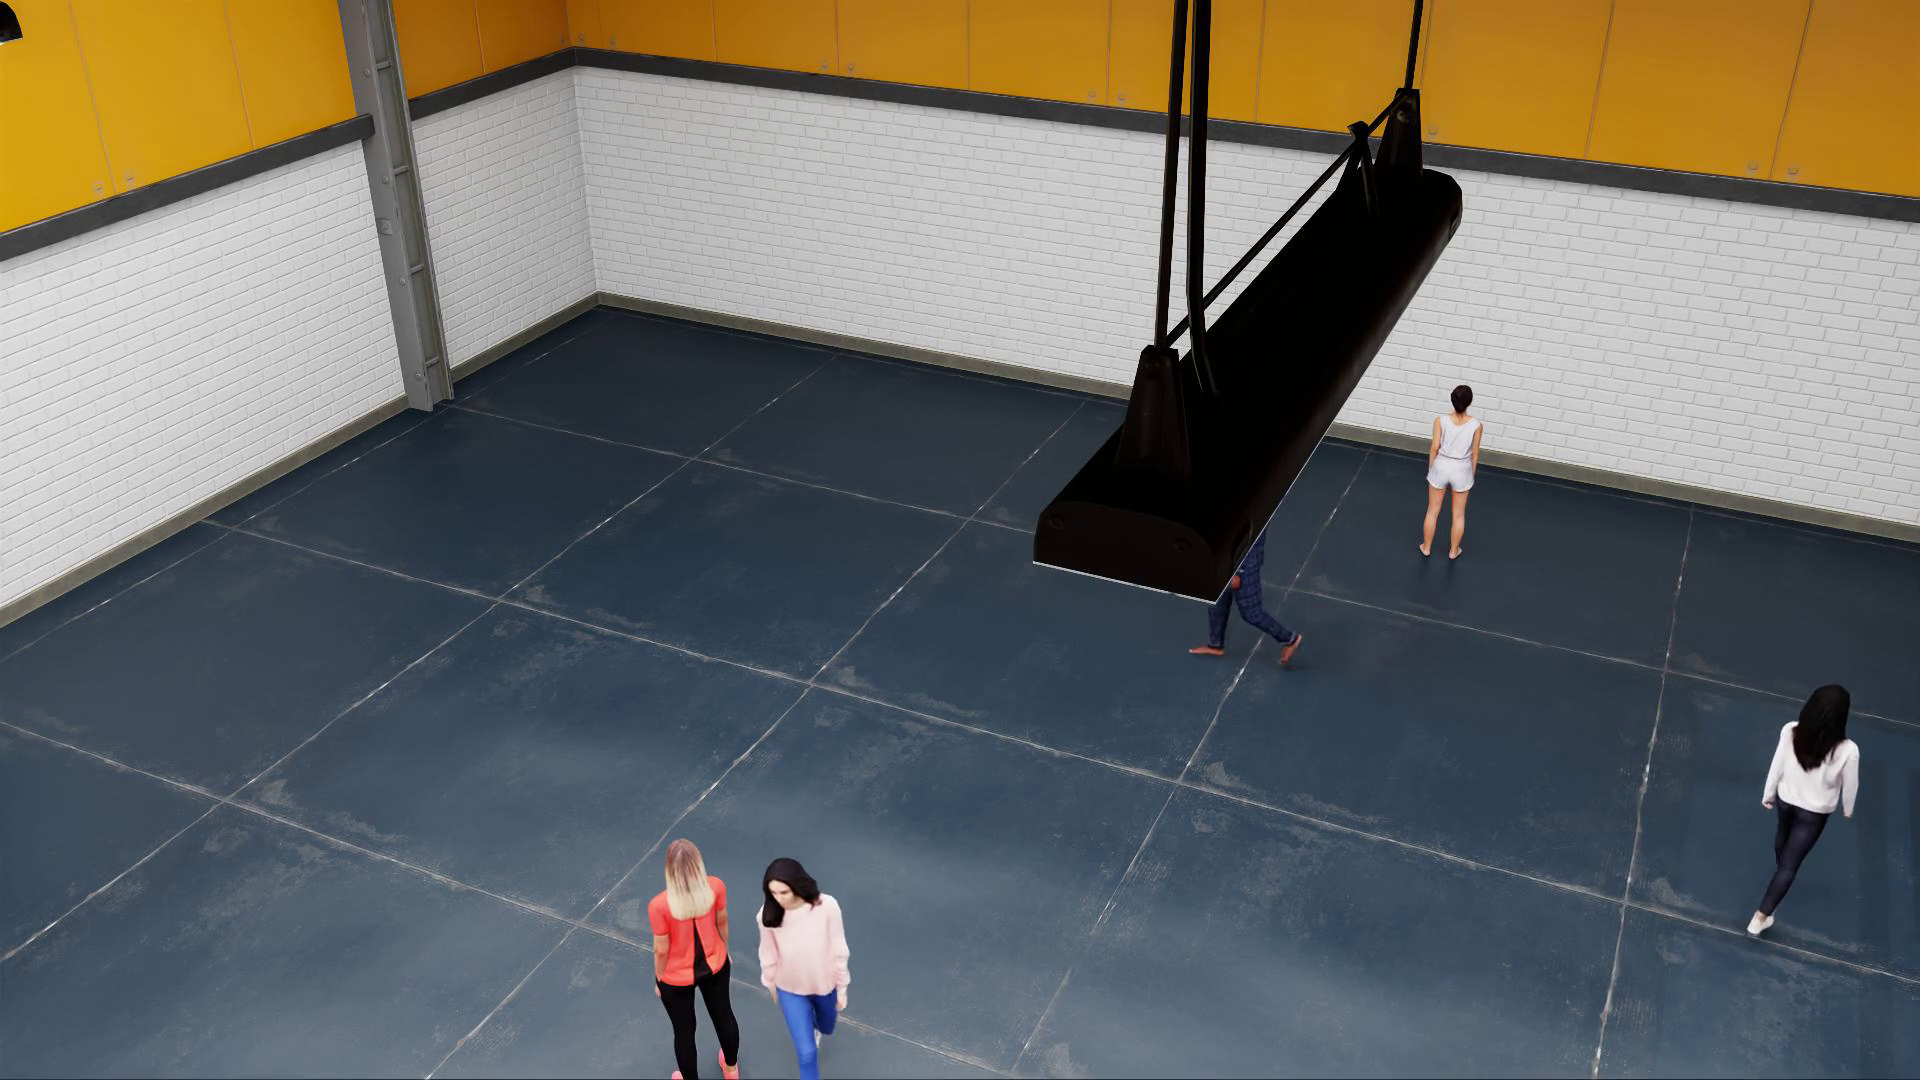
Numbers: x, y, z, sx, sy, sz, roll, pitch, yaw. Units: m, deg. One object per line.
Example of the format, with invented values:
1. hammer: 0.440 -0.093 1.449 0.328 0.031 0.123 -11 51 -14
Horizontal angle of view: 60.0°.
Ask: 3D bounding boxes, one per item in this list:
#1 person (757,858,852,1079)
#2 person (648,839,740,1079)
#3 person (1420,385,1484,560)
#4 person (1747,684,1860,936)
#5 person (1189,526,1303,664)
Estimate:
1. person: -0.799 2.322 8.839 1.006 1.727 1.193 -4 29 -8
2. person: -1.425 2.303 8.909 0.636 1.693 0.738 -17 33 -28
3. person: 4.225 -0.587 14.298 0.595 1.606 0.581 8 30 15
4. person: 5.098 1.666 10.121 1.209 1.651 0.928 -23 36 -36
5. person: 2.242 0.174 12.708 0.983 1.794 1.118 2 29 4
